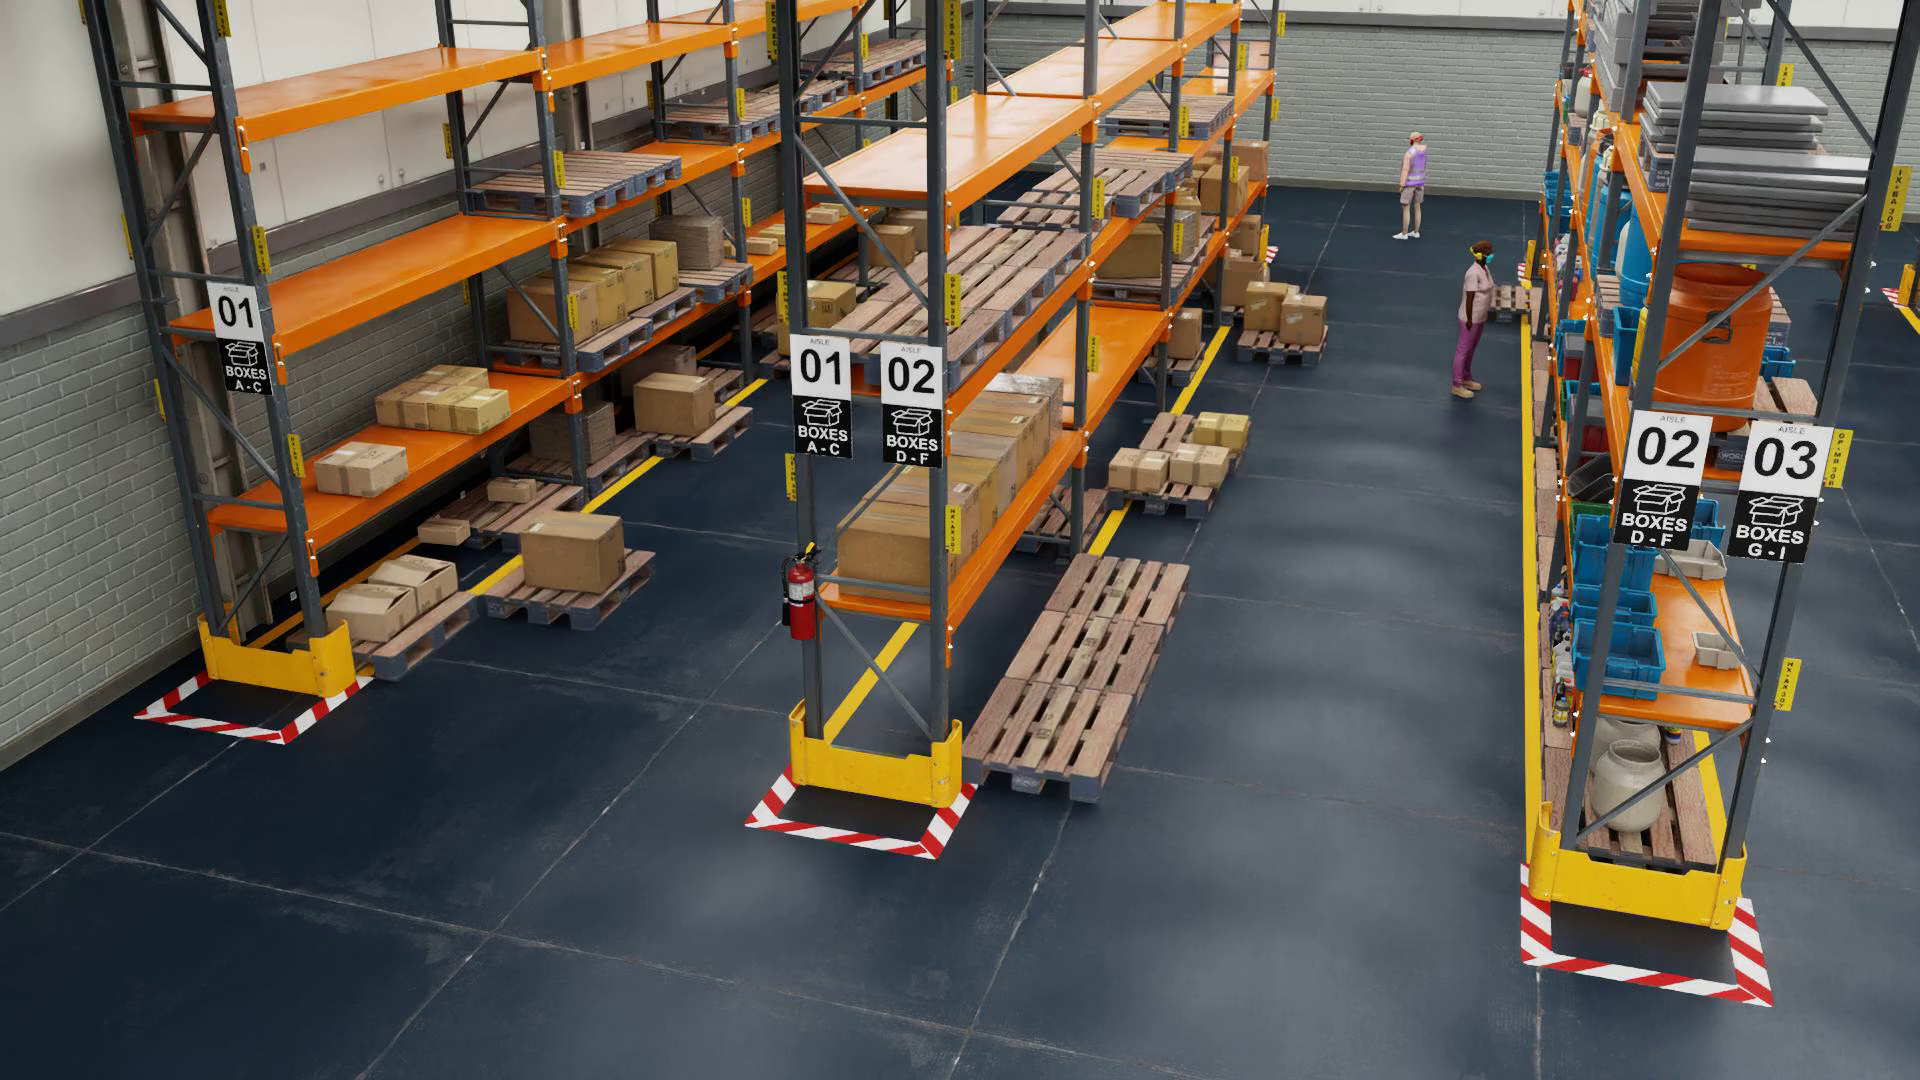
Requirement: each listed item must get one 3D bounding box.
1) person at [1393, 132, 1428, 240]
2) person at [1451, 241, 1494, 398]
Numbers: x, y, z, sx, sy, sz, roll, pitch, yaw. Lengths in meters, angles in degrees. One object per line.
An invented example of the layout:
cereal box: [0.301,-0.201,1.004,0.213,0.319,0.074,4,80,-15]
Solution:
person: [7.183,-5.620,26.415,0.488,1.688,0.350,-14,27,-29]
person: [5.931,-2.560,19.174,0.328,1.801,0.536,14,27,30]
